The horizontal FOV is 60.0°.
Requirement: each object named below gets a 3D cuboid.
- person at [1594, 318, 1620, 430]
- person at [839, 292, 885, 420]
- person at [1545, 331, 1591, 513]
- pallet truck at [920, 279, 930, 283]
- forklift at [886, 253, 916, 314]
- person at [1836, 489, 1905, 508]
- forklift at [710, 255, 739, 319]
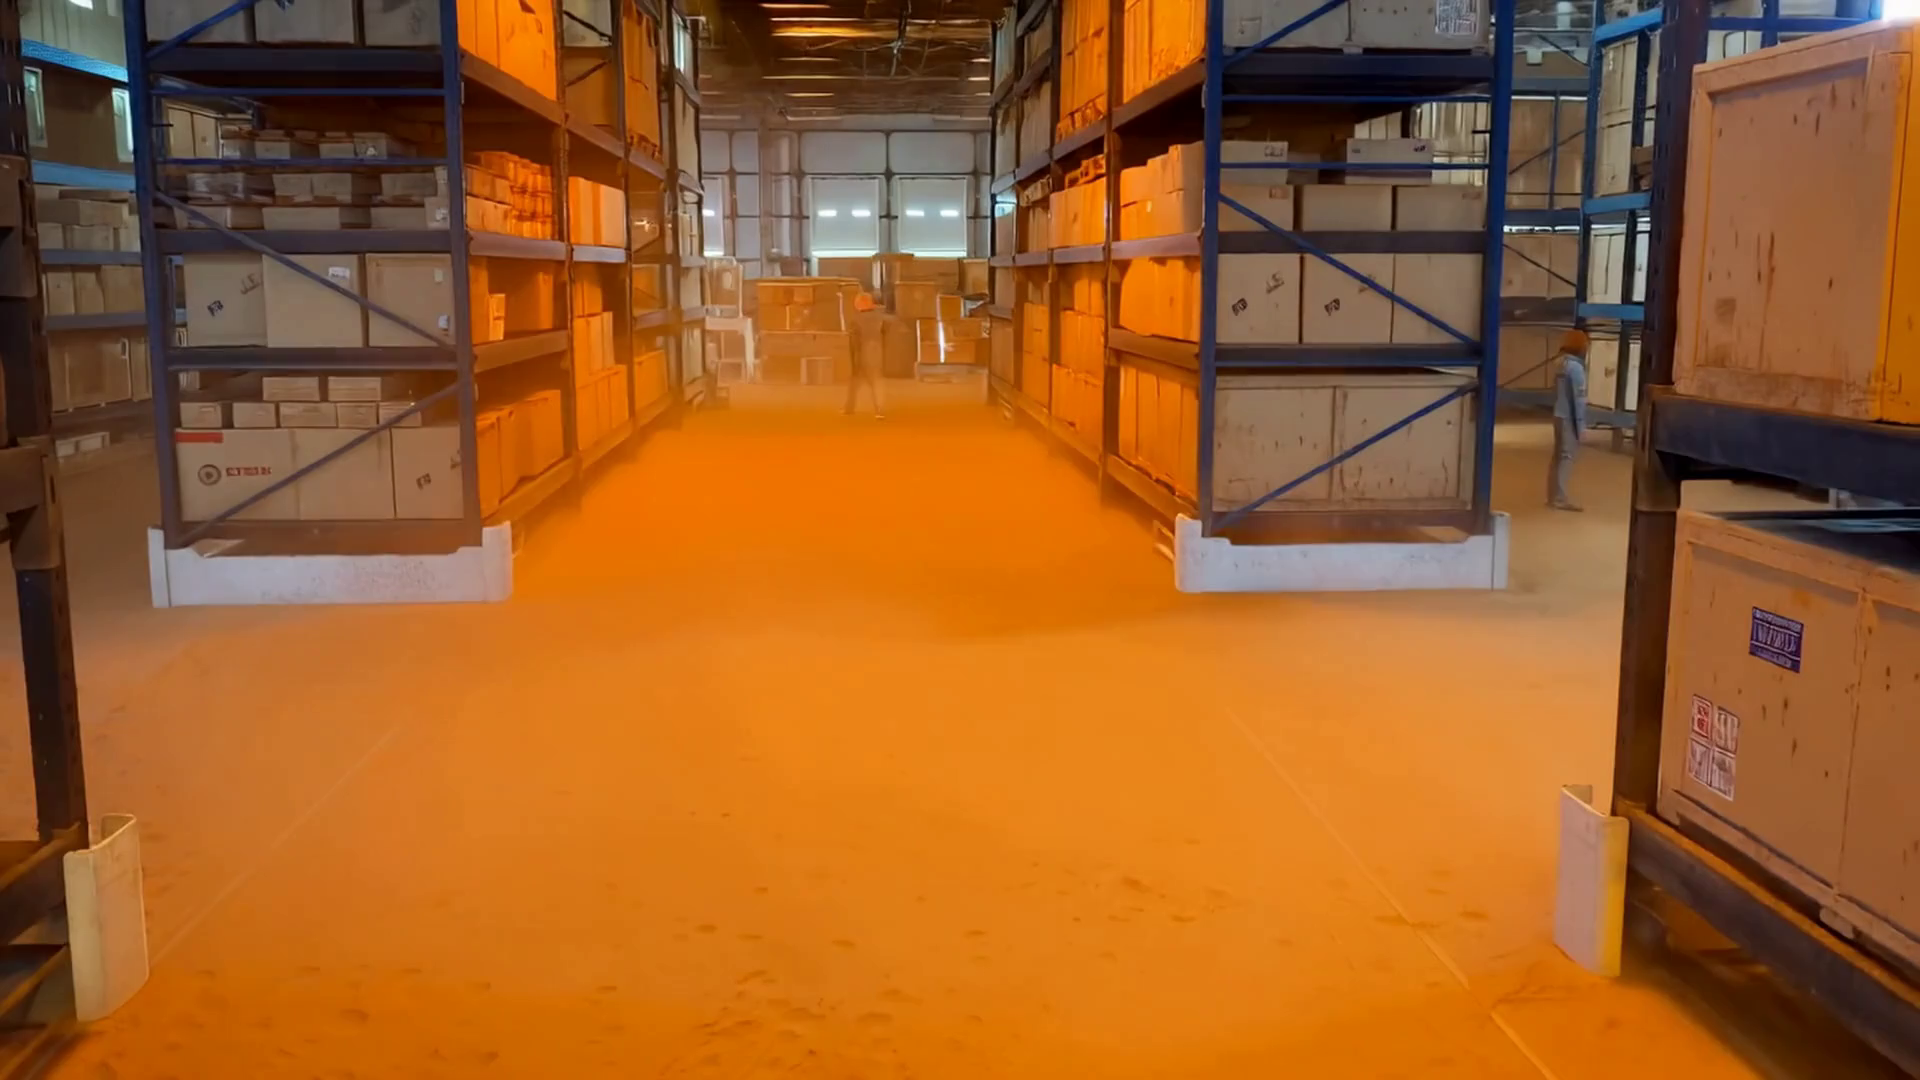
[{"bbox_3d":[8.913,-2.321,22.796,0.308,1.636,0.524,-1,9,-4],"label":"person"},{"bbox_3d":[-1.425,-2.702,24.509,0.656,1.859,0.991,-6,11,-31],"label":"person"},{"bbox_3d":[5.457,-1.055,14.901,0.318,1.624,0.523,0,9,0],"label":"person"},{"bbox_3d":[-0.932,-8.922,63.114,1.885,1.965,0.823,2,9,13],"label":"pallet truck"},{"bbox_3d":[-1.928,-8.012,54.640,1.129,2.768,1.873,-5,11,-30],"label":"forklift"},{"bbox_3d":[5.063,-0.275,9.291,0.374,1.843,0.573,-1,9,-4],"label":"person"},{"bbox_3d":[-8.368,-8.713,59.038,1.129,2.768,1.873,-1,9,-4],"label":"forklift"}]
